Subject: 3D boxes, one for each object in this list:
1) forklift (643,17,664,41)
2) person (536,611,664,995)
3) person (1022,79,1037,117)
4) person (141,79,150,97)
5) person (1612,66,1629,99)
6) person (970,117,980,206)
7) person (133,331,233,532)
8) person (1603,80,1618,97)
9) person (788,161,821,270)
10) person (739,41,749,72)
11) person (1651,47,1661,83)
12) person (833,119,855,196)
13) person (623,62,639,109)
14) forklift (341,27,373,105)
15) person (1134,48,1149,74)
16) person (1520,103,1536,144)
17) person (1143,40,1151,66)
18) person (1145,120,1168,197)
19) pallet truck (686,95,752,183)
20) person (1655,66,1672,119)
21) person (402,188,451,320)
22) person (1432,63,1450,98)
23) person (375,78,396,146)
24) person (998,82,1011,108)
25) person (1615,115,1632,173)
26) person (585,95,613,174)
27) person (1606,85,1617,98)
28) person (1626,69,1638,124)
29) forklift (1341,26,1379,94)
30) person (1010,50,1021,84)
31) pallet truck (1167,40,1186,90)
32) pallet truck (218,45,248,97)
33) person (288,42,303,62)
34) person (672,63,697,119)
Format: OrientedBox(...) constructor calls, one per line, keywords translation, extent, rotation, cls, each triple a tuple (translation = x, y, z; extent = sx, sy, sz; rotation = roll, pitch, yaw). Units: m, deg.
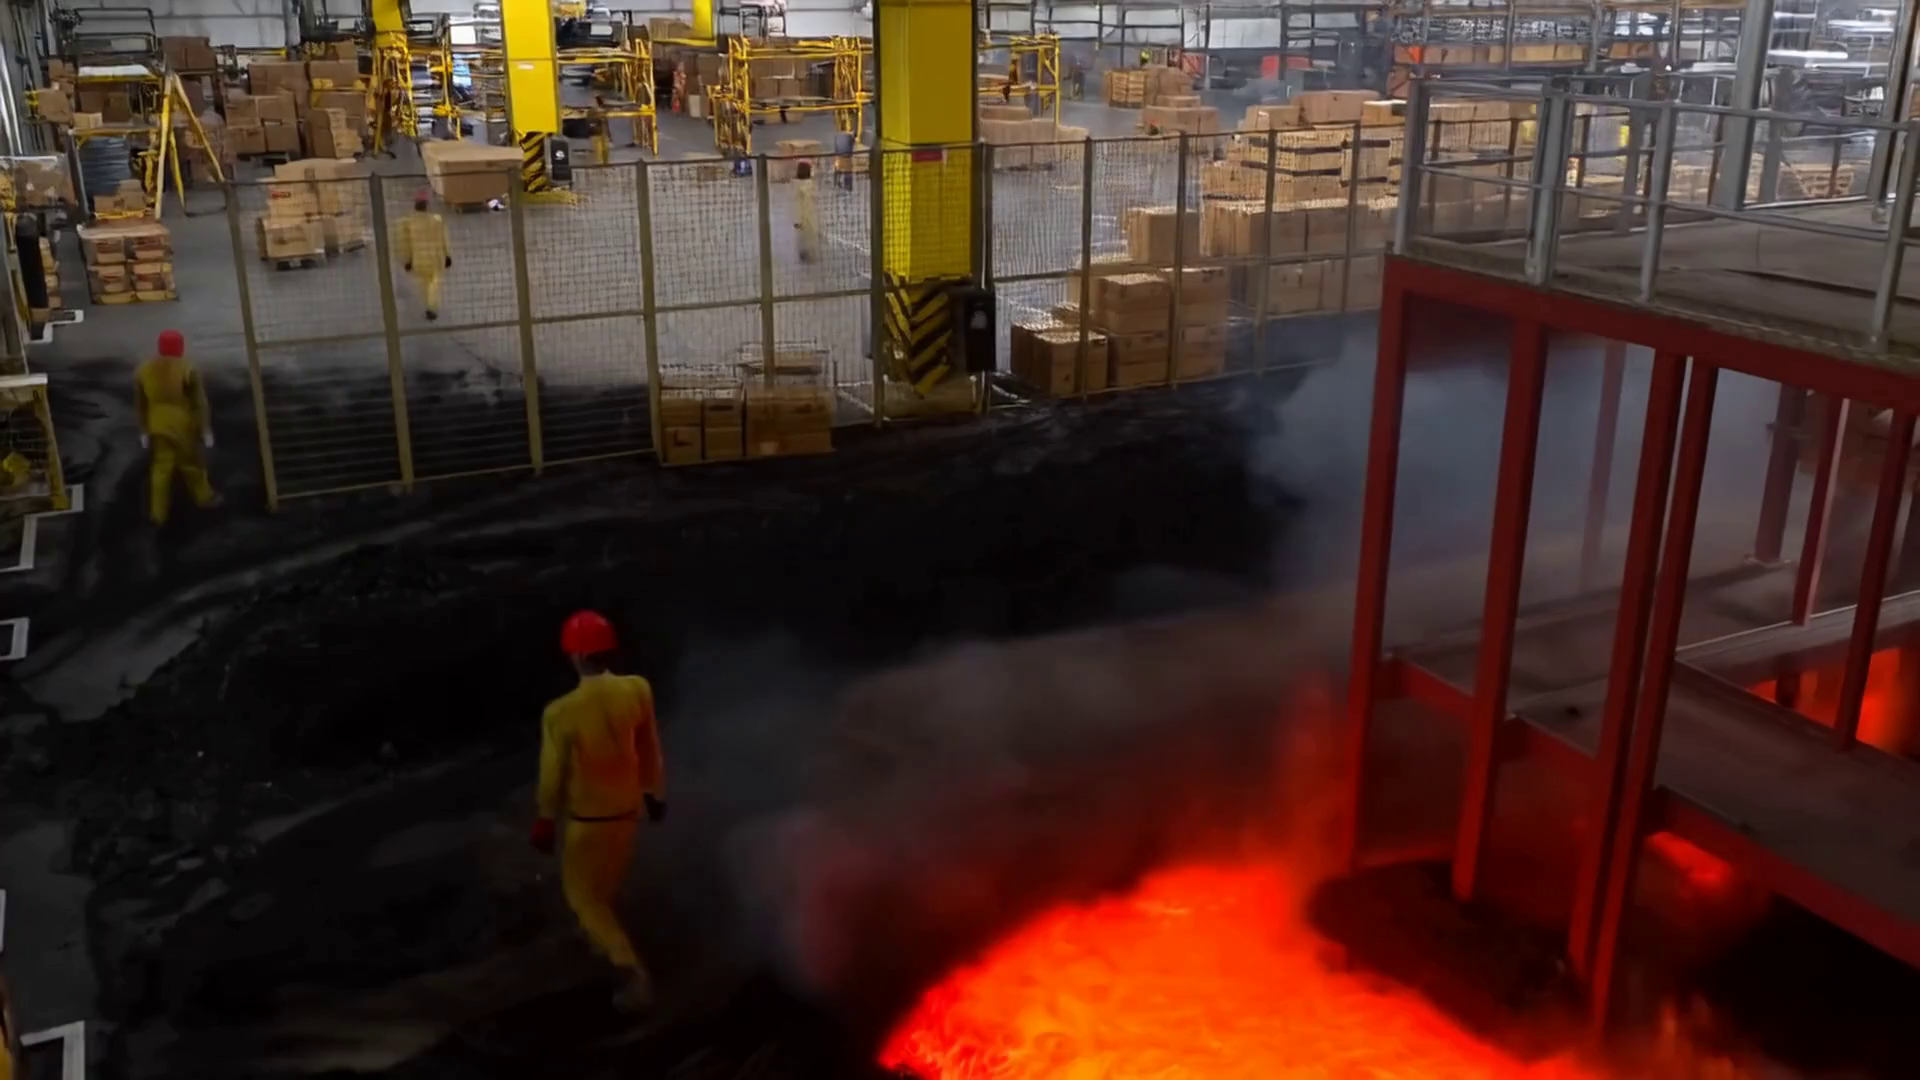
OrientedBox(translation=(-13.335, -21.397, 72.696), extent=(1.873, 2.768, 1.129), rotation=(15, 24, 36), cls="forklift")
OrientedBox(translation=(-1.810, 1.287, 8.363), extent=(1.010, 1.945, 0.631), rotation=(17, 26, 41), cls="person")
OrientedBox(translation=(1.964, -12.268, 47.768), extent=(0.519, 1.865, 0.328), rotation=(-12, 22, -31), cls="person")
OrientedBox(translation=(-25.090, -13.432, 51.496), extent=(0.523, 1.631, 0.323), rotation=(9, 21, 25), cls="person")
OrientedBox(translation=(20.680, -13.915, 52.379), extent=(0.623, 1.971, 0.686), rotation=(3, 19, 8), cls="person")
OrientedBox(translation=(0.215, -8.005, 35.321), extent=(0.453, 1.924, 0.626), rotation=(10, 21, 27), cls="person")
OrientedBox(translation=(-7.224, -1.026, 15.332), extent=(0.682, 1.770, 1.029), rotation=(-1, 19, -3), cls="person")
OrientedBox(translation=(18.798, -12.509, 48.310), extent=(0.362, 1.963, 0.613), rotation=(-3, 19, -10), cls="person")
OrientedBox(translation=(-2.599, -5.479, 28.148), extent=(0.564, 1.820, 0.629), rotation=(15, 24, 37), cls="person")
OrientedBox(translation=(-9.257, -20.381, 71.172), extent=(0.627, 1.941, 0.370), rotation=(-6, 20, -17), cls="person")
OrientedBox(translation=(30.460, -20.697, 72.578), extent=(0.686, 1.603, 0.517), rotation=(3, 19, 9), cls="person")
OrientedBox(translation=(-2.614, -8.607, 37.424), extent=(0.534, 1.692, 0.321), rotation=(7, 20, 18), cls="person")
OrientedBox(translation=(-11.811, -16.447, 59.769), extent=(0.543, 1.939, 0.360), rotation=(-18, 26, -42), cls="person")
OrientedBox(translation=(-22.275, -17.346, 60.954), extent=(1.873, 2.768, 1.129), rotation=(-9, 21, -25), cls="forklift")
OrientedBox(translation=(7.208, -18.514, 65.872), extent=(0.611, 1.865, 0.998), rotation=(-13, 23, -32), cls="person")
OrientedBox(translation=(13.446, -9.370, 39.334), extent=(0.534, 1.882, 0.653), rotation=(15, 24, 38), cls="person")
OrientedBox(translation=(8.269, -21.301, 73.985), extent=(0.429, 1.841, 0.633), rotation=(9, 21, 23), cls="person")
OrientedBox(translation=(4.420, -8.570, 37.299), extent=(0.511, 1.699, 0.772), rotation=(5, 20, 15), cls="person")
OrientedBox(translation=(-5.836, -9.608, 39.856), extent=(0.823, 1.965, 1.885), rotation=(10, 22, 27), cls="pallet truck")
OrientedBox(translation=(23.866, -15.116, 56.217), extent=(0.900, 1.719, 0.549), rotation=(-8, 21, -22), cls="person")
OrientedBox(translation=(-7.795, -4.182, 24.308), extent=(0.606, 1.884, 0.986), rotation=(-2, 19, -7), cls="person")
OrientedBox(translation=(15.602, -14.394, 53.663), extent=(0.984, 2.000, 0.706), rotation=(5, 20, 14), cls="person")
OrientedBox(translation=(-16.430, -12.237, 47.599), extent=(0.449, 1.912, 0.543), rotation=(15, 24, 37), cls="person")
OrientedBox(translation=(1.220, -12.110, 47.380), extent=(0.650, 1.826, 0.511), rotation=(16, 24, 38), cls="person")
OrientedBox(translation=(14.635, -8.432, 36.607), extent=(0.938, 1.904, 0.557), rotation=(-15, 24, -36), cls="person")
OrientedBox(translation=(-8.981, -10.075, 41.354), extent=(0.627, 1.920, 0.395), rotation=(-14, 23, -34), cls="person")
OrientedBox(translation=(17.741, -11.482, 45.492), extent=(0.508, 1.865, 0.329), rotation=(-9, 21, -24), cls="person")
OrientedBox(translation=(22.133, -14.546, 54.536), extent=(0.355, 1.755, 0.518), rotation=(17, 25, 40), cls="person")
OrientedBox(translation=(14.505, -17.556, 61.561), extent=(1.873, 2.768, 1.129), rotation=(-9, 21, -25), cls="forklift")
OrientedBox(translation=(2.416, -20.832, 72.930), extent=(0.514, 1.641, 0.309), rotation=(10, 21, 26), cls="person")
OrientedBox(translation=(9.045, -19.971, 69.895), extent=(0.823, 1.965, 1.885), rotation=(-3, 19, -8), cls="pallet truck")
OrientedBox(translation=(-28.879, -18.665, 66.111), extent=(0.823, 1.965, 1.885), rotation=(-3, 19, -9), cls="pallet truck")
OrientedBox(translation=(-28.144, -20.134, 70.528), extent=(0.634, 1.883, 1.031), rotation=(-9, 21, -24), cls="person")
OrientedBox(translation=(-9.397, -15.199, 56.309), extent=(0.940, 1.833, 0.616), rotation=(2, 19, 7), cls="person")
